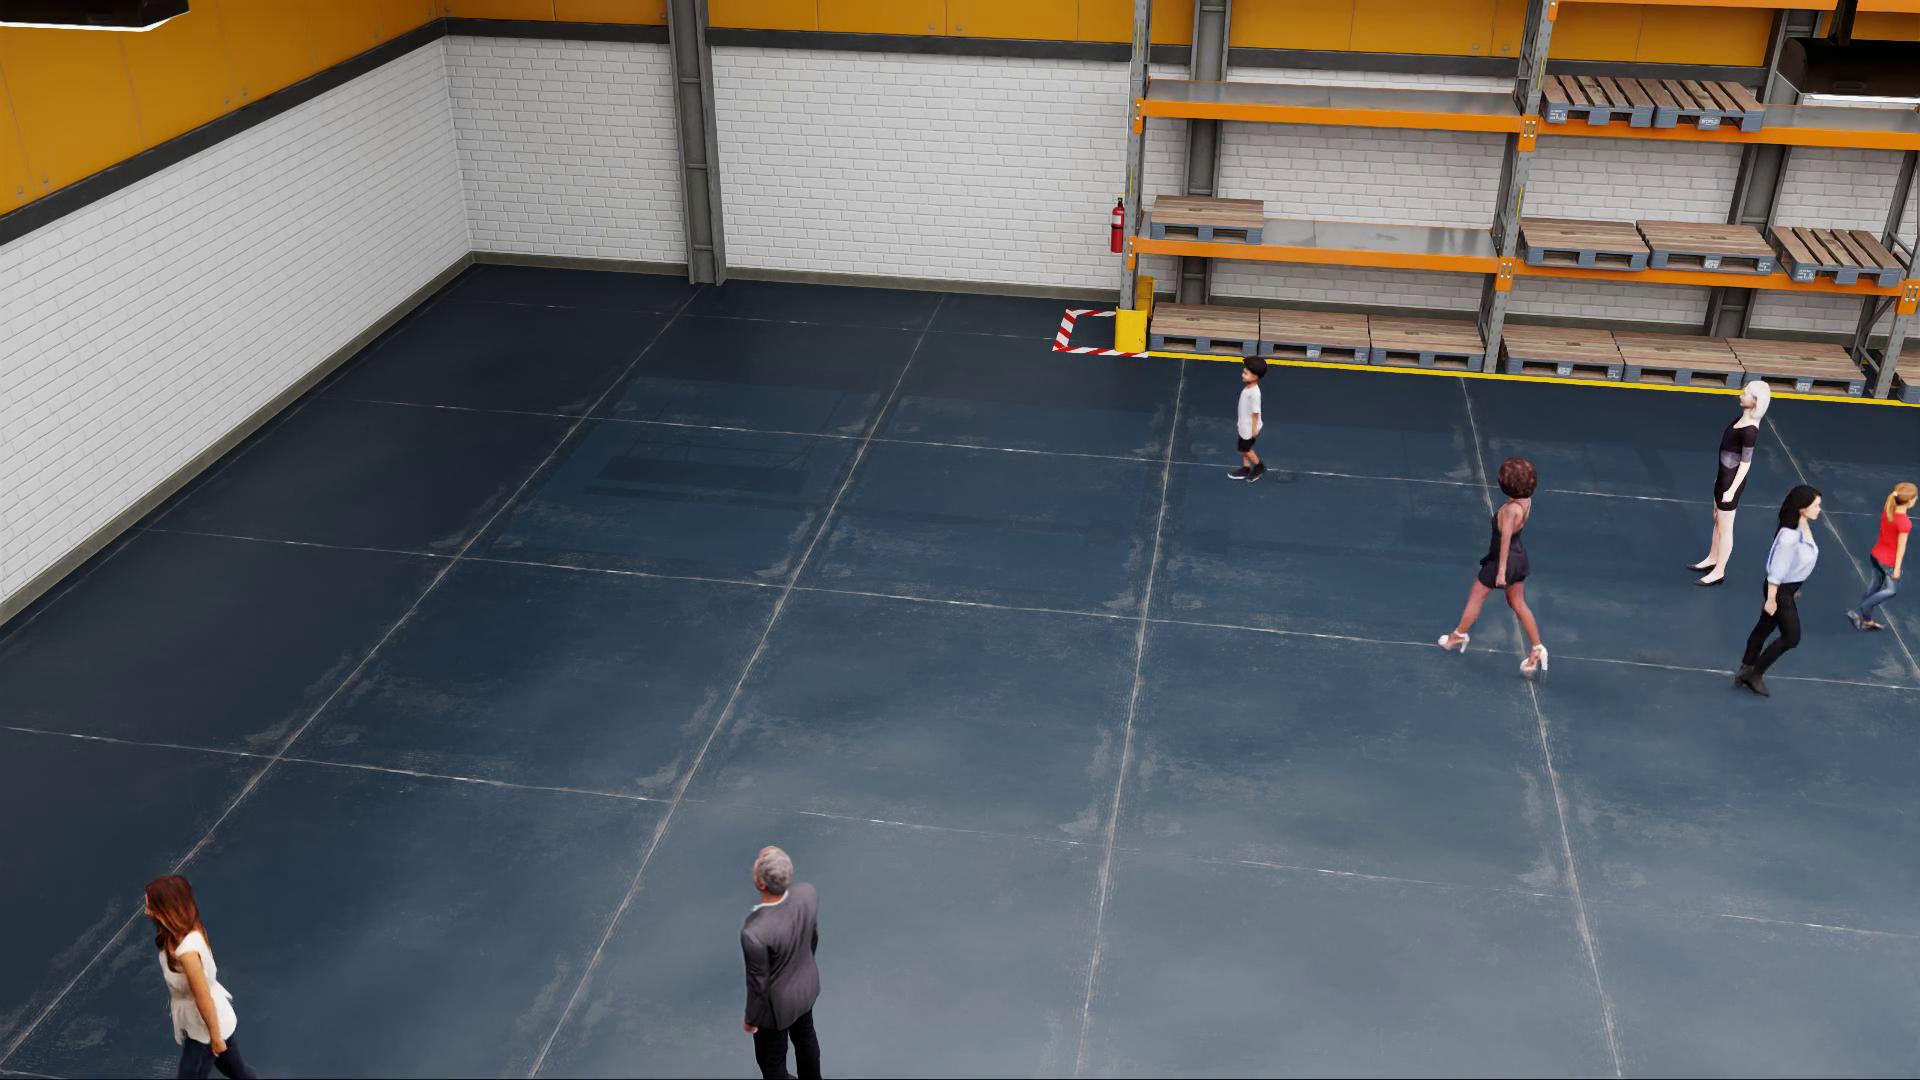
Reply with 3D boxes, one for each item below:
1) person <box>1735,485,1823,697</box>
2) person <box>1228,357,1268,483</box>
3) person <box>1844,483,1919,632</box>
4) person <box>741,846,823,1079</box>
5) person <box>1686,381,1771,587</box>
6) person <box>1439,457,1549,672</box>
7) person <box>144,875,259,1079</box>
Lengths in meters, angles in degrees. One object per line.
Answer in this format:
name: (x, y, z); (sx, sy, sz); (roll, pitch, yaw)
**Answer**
person: (5.986, 0.365, 12.333); (0.758, 1.737, 0.763); (19, 34, 31)
person: (2.773, -1.132, 15.584); (0.610, 1.252, 0.546); (-1, 29, -1)
person: (7.277, 0.156, 13.168); (0.654, 1.304, 0.567); (-1, 29, -2)
person: (-0.930, 2.331, 8.620); (0.746, 1.842, 0.788); (17, 33, 28)
person: (6.390, -0.476, 13.779); (0.506, 1.830, 0.585); (6, 29, 12)
person: (4.210, 0.235, 12.559); (1.159, 1.749, 0.938); (22, 36, 35)
person: (-3.770, 2.420, 8.530); (0.799, 1.772, 0.745); (-15, 32, -25)
